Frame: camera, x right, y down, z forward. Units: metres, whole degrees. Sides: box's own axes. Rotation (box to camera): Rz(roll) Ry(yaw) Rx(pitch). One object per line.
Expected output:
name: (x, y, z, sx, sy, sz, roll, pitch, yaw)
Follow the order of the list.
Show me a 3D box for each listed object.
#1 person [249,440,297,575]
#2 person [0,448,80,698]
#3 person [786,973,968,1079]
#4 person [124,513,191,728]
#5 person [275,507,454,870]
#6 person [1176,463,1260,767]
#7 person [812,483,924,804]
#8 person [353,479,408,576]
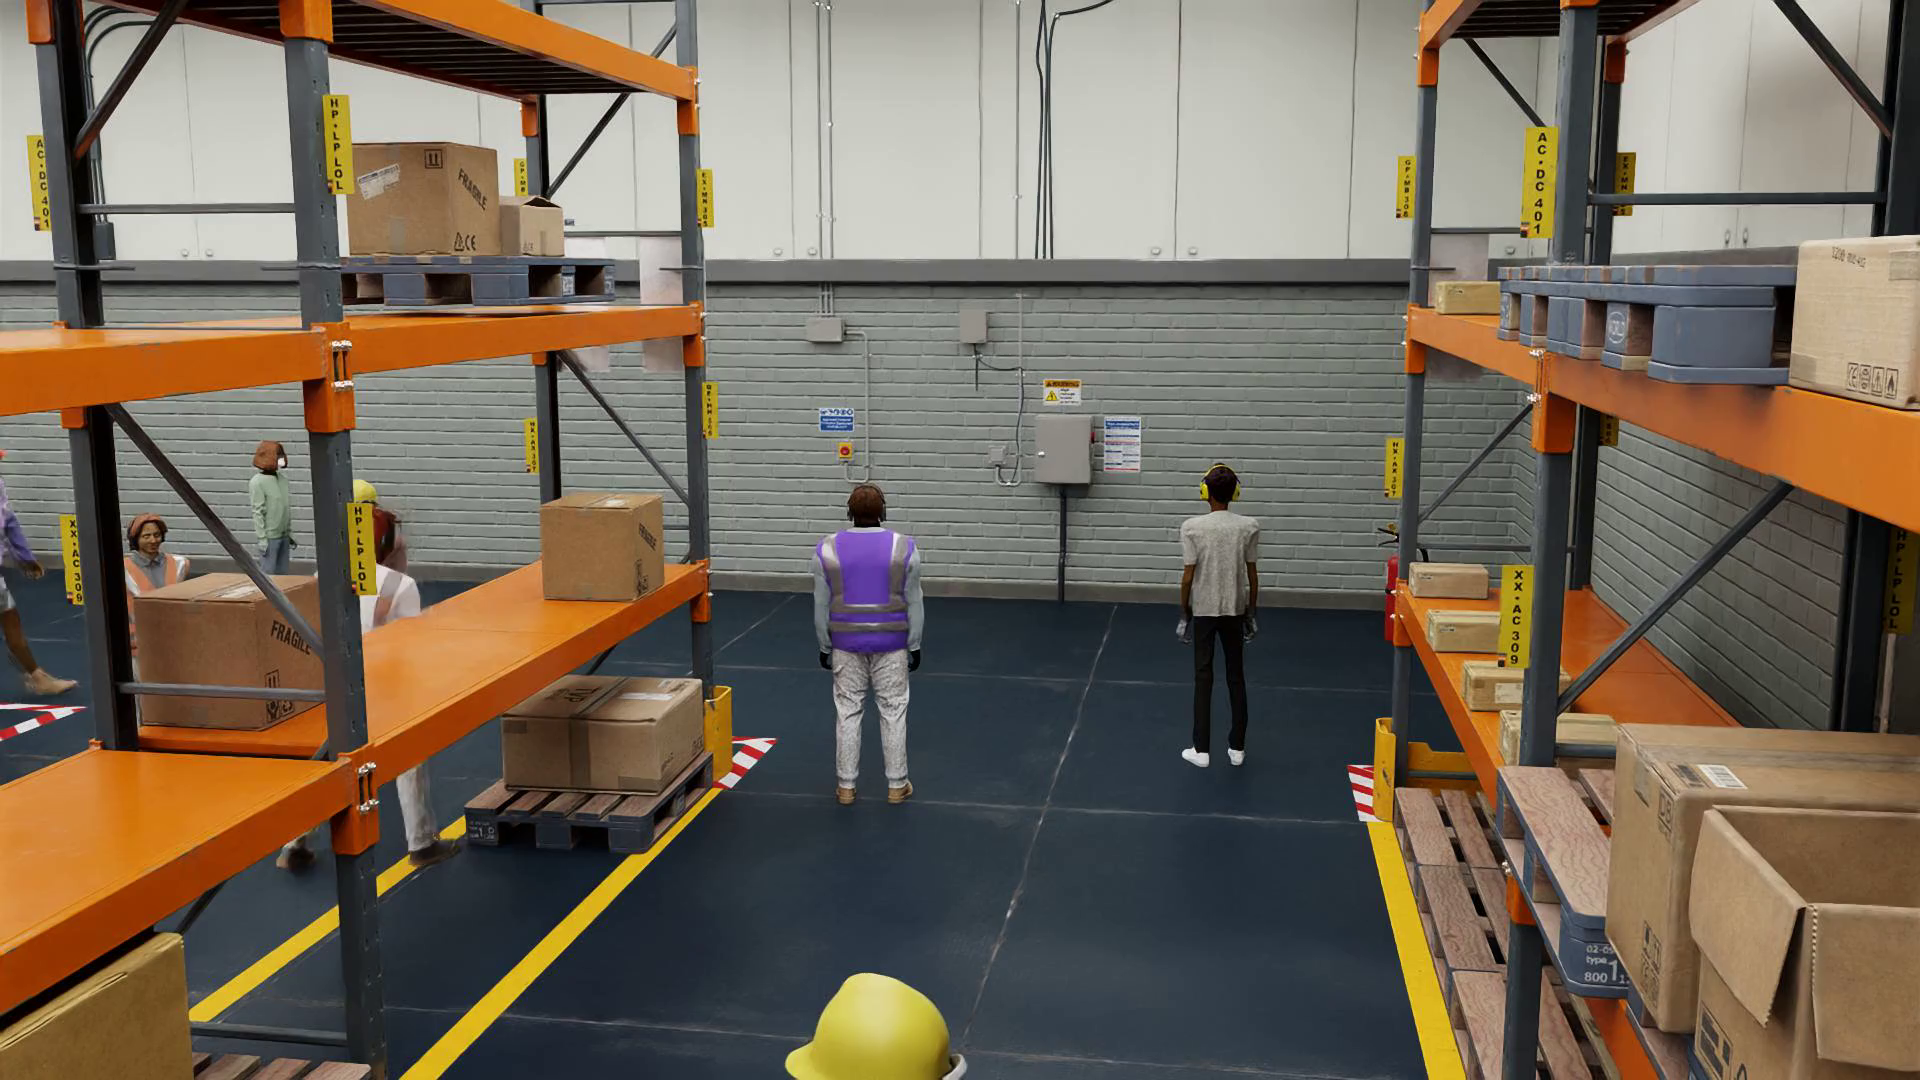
person: (-5.685, -0.012, 13.812, 0.284, 1.636, 0.500, 1, 9, 7)
person: (-6.871, 0.176, 11.656, 1.105, 1.972, 0.621, -2, 9, -11)
person: (-0.131, 1.648, 2.967, 0.404, 1.835, 0.586, 1, 9, 9)
person: (-4.707, 0.650, 9.718, 0.315, 1.640, 0.514, 7, 12, 38)
person: (-3.032, 0.764, 8.410, 0.771, 1.851, 0.538, 1, 9, 9)
person: (1.578, 0.460, 10.183, 0.508, 1.872, 0.328, -1, 9, -8)
person: (-0.514, 0.591, 9.460, 0.626, 1.846, 0.429, 0, 9, 1)
person: (-3.630, 0.511, 10.195, 0.522, 1.768, 0.312, -9, 13, -42)
